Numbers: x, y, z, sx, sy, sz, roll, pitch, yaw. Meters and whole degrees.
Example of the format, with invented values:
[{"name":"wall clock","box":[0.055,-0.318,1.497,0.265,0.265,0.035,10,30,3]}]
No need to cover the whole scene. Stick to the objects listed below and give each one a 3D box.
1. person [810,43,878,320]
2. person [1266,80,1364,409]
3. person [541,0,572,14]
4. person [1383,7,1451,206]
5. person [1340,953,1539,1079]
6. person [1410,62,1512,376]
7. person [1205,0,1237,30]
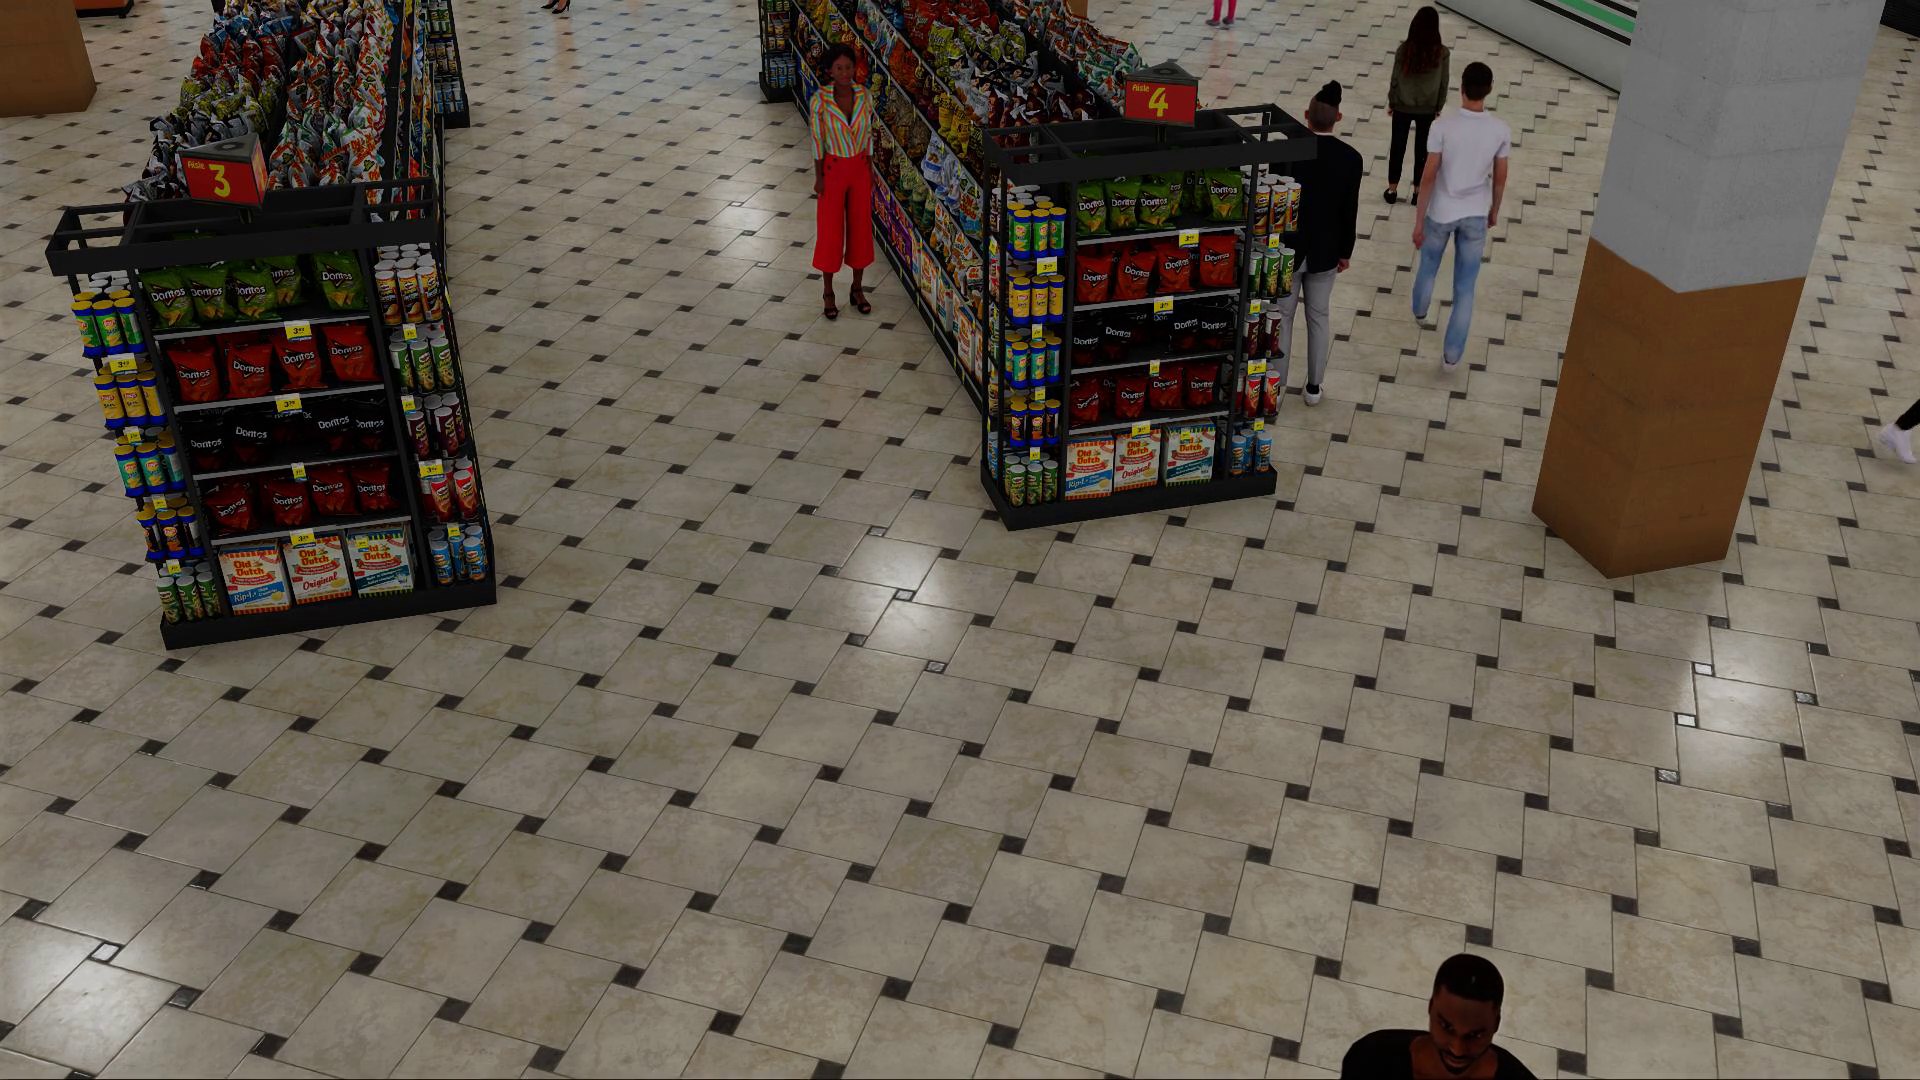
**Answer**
[{"name":"person","box":[-0.737,-2.289,10.667,0.624,1.792,0.570,-13,34,-19]},{"name":"person","box":[1.988,-1.684,9.546,0.767,1.950,0.679,0,32,-1]},{"name":"person","box":[-4.313,-6.429,17.300,0.865,1.815,0.780,-20,37,-29]},{"name":"person","box":[3.431,-3.263,12.532,0.657,1.476,0.671,9,33,14]},{"name":"person","box":[1.142,1.729,4.197,0.715,1.806,0.707,8,33,12]},{"name":"person","box":[3.003,-1.872,10.001,1.014,1.788,1.313,4,32,7]},{"name":"person","box":[2.721,-5.881,16.934,0.491,1.271,0.518,-11,33,-16]}]
